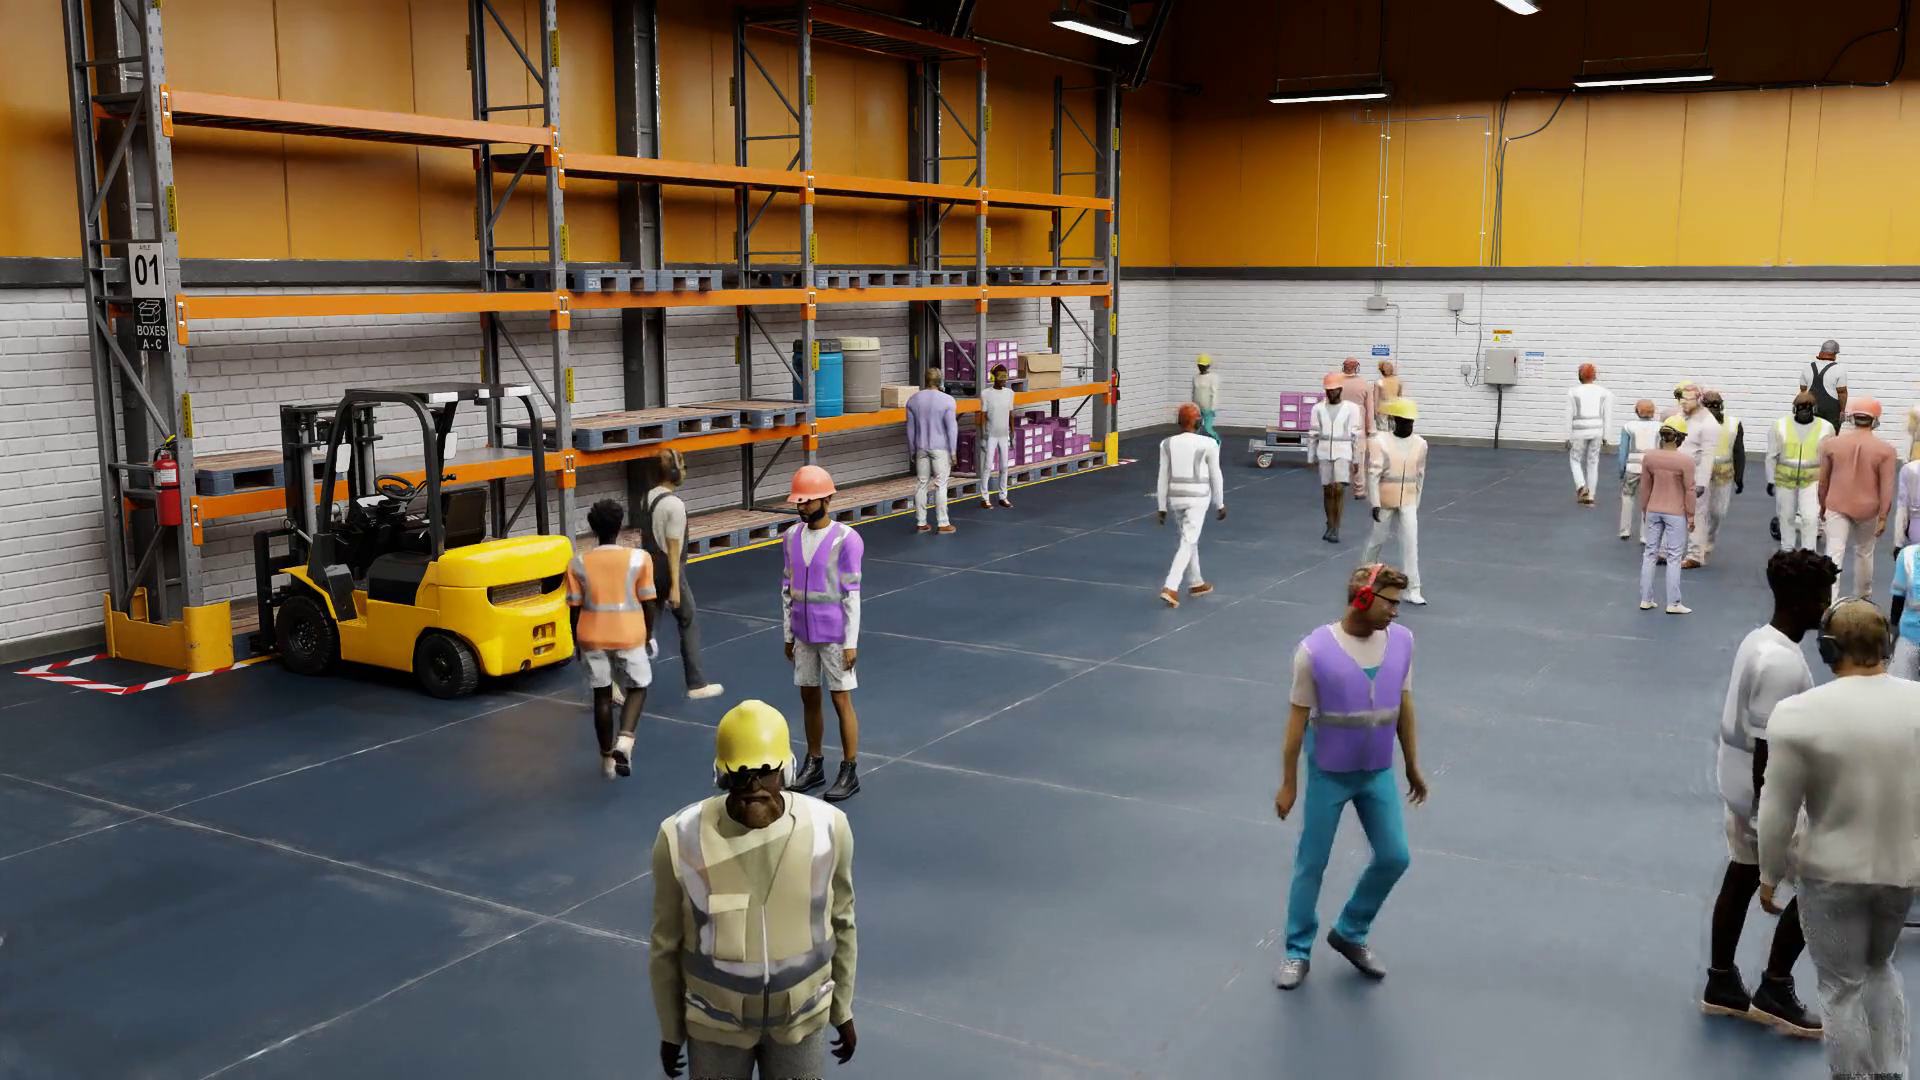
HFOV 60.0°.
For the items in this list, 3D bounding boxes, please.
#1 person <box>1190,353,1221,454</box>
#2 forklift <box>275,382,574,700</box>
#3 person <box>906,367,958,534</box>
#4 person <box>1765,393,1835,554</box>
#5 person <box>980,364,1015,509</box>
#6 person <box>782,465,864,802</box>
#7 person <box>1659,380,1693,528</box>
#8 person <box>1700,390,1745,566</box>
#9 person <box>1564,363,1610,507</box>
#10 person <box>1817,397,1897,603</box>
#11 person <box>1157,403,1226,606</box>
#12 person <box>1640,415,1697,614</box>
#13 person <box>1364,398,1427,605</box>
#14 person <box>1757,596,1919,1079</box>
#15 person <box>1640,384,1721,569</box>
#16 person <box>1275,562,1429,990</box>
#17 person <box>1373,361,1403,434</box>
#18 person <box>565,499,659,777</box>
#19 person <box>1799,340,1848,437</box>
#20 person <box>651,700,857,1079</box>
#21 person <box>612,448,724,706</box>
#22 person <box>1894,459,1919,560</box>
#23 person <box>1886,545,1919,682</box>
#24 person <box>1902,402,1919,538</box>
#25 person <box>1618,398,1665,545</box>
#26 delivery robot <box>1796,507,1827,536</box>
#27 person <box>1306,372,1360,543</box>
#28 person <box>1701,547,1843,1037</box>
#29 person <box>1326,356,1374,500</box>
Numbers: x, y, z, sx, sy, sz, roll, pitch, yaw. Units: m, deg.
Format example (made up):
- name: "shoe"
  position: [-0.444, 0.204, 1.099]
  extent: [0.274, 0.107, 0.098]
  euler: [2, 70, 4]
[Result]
- name: "person"
  position: [3.957, -2.138, 26.740]
  extent: [0.529, 1.741, 0.590]
  euler: [8, 12, 40]
- name: "forklift"
  position: [-3.974, -0.067, 12.417]
  extent: [2.313, 2.155, 1.214]
  euler: [5, 11, 30]
- name: "person"
  position: [-0.320, -1.030, 19.231]
  extent: [0.630, 1.936, 0.369]
  euler: [4, 10, 25]
- name: "person"
  position: [8.397, -0.558, 16.668]
  extent: [0.626, 1.810, 0.814]
  euler: [5, 10, 27]
- name: "person"
  position: [0.482, -1.324, 21.321]
  extent: [0.517, 1.860, 0.317]
  euler: [-5, 10, -27]
- name: "person"
  position: [-0.811, 0.531, 9.514]
  extent: [0.540, 1.931, 0.382]
  euler: [6, 11, 31]
- name: "person"
  position: [8.480, -0.998, 19.564]
  extent: [0.311, 1.768, 0.524]
  euler: [-8, 12, -43]
- name: "person"
  position: [7.822, -0.669, 17.386]
  extent: [0.638, 1.814, 0.822]
  euler: [2, 9, 13]
- name: "person"
  position: [8.078, -1.347, 21.437]
  extent: [0.582, 1.865, 0.439]
  euler: [1, 9, 8]
- name: "person"
  position: [7.826, -0.284, 14.563]
  extent: [0.607, 1.945, 1.030]
  euler: [6, 11, 34]
- name: "person"
  position: [2.070, -0.330, 15.197]
  extent: [0.570, 1.844, 0.989]
  euler: [7, 12, 38]
- name: "person"
  position: [6.287, -0.224, 14.753]
  extent: [0.320, 1.762, 0.522]
  euler: [-6, 11, -35]
- name: "person"
  position: [4.029, -0.389, 15.421]
  extent: [0.589, 1.882, 0.993]
  euler: [-1, 9, -8]
- name: "person"
  position: [3.059, 1.146, 5.713]
  extent: [0.649, 1.912, 0.484]
  euler: [0, 9, 2]
- name: "person"
  position: [7.297, -0.634, 16.877]
  extent: [0.658, 1.889, 0.680]
  euler: [-2, 9, -14]
- name: "person"
  position: [1.646, 0.984, 7.019]
  extent: [0.684, 1.817, 0.419]
  euler: [-3, 10, -20]
- name: "person"
  position: [6.817, -2.031, 26.444]
  extent: [0.528, 1.617, 0.503]
  euler: [-1, 9, -9]
- name: "person"
  position: [-2.058, 0.605, 9.790]
  extent: [0.546, 1.678, 0.503]
  euler: [0, 9, -2]
- name: "person"
  position: [12.886, -1.965, 24.739]
  extent: [0.539, 2.000, 0.689]
  euler: [-6, 11, -32]
- name: "person"
  position: [-0.574, 1.343, 4.743]
  extent: [0.592, 1.832, 0.404]
  euler: [-2, 9, -14]
- name: "person"
  position: [-2.119, 0.266, 11.559]
  extent: [0.907, 1.816, 0.524]
  euler: [-7, 12, -38]
- name: "person"
  position: [7.703, -0.021, 13.109]
  extent: [0.603, 1.884, 0.974]
  euler: [8, 12, 41]
- name: "person"
  position: [5.812, 0.587, 9.891]
  extent: [0.449, 1.686, 0.548]
  euler: [-8, 12, -41]
- name: "person"
  position: [10.804, -0.905, 18.483]
  extent: [0.574, 1.922, 0.536]
  euler: [7, 12, 38]
- name: "person"
  position: [7.641, -0.771, 18.615]
  extent: [0.536, 1.620, 0.605]
  euler: [3, 10, 17]
- name: "delivery robot"
  position: [9.433, -0.271, 18.498]
  extent: [0.477, 0.478, 0.707]
  euler: [0, 9, 0]
- name: "person"
  position: [4.146, -0.919, 18.610]
  extent: [0.568, 1.908, 0.752]
  euler: [5, 10, 28]
- name: "person"
  position: [3.289, 0.993, 6.556]
  extent: [0.618, 1.945, 0.644]
  euler: [3, 10, 18]
- name: "person"
  position: [5.200, -1.491, 22.193]
  extent: [0.639, 1.911, 0.406]
  euler: [4, 10, 21]
